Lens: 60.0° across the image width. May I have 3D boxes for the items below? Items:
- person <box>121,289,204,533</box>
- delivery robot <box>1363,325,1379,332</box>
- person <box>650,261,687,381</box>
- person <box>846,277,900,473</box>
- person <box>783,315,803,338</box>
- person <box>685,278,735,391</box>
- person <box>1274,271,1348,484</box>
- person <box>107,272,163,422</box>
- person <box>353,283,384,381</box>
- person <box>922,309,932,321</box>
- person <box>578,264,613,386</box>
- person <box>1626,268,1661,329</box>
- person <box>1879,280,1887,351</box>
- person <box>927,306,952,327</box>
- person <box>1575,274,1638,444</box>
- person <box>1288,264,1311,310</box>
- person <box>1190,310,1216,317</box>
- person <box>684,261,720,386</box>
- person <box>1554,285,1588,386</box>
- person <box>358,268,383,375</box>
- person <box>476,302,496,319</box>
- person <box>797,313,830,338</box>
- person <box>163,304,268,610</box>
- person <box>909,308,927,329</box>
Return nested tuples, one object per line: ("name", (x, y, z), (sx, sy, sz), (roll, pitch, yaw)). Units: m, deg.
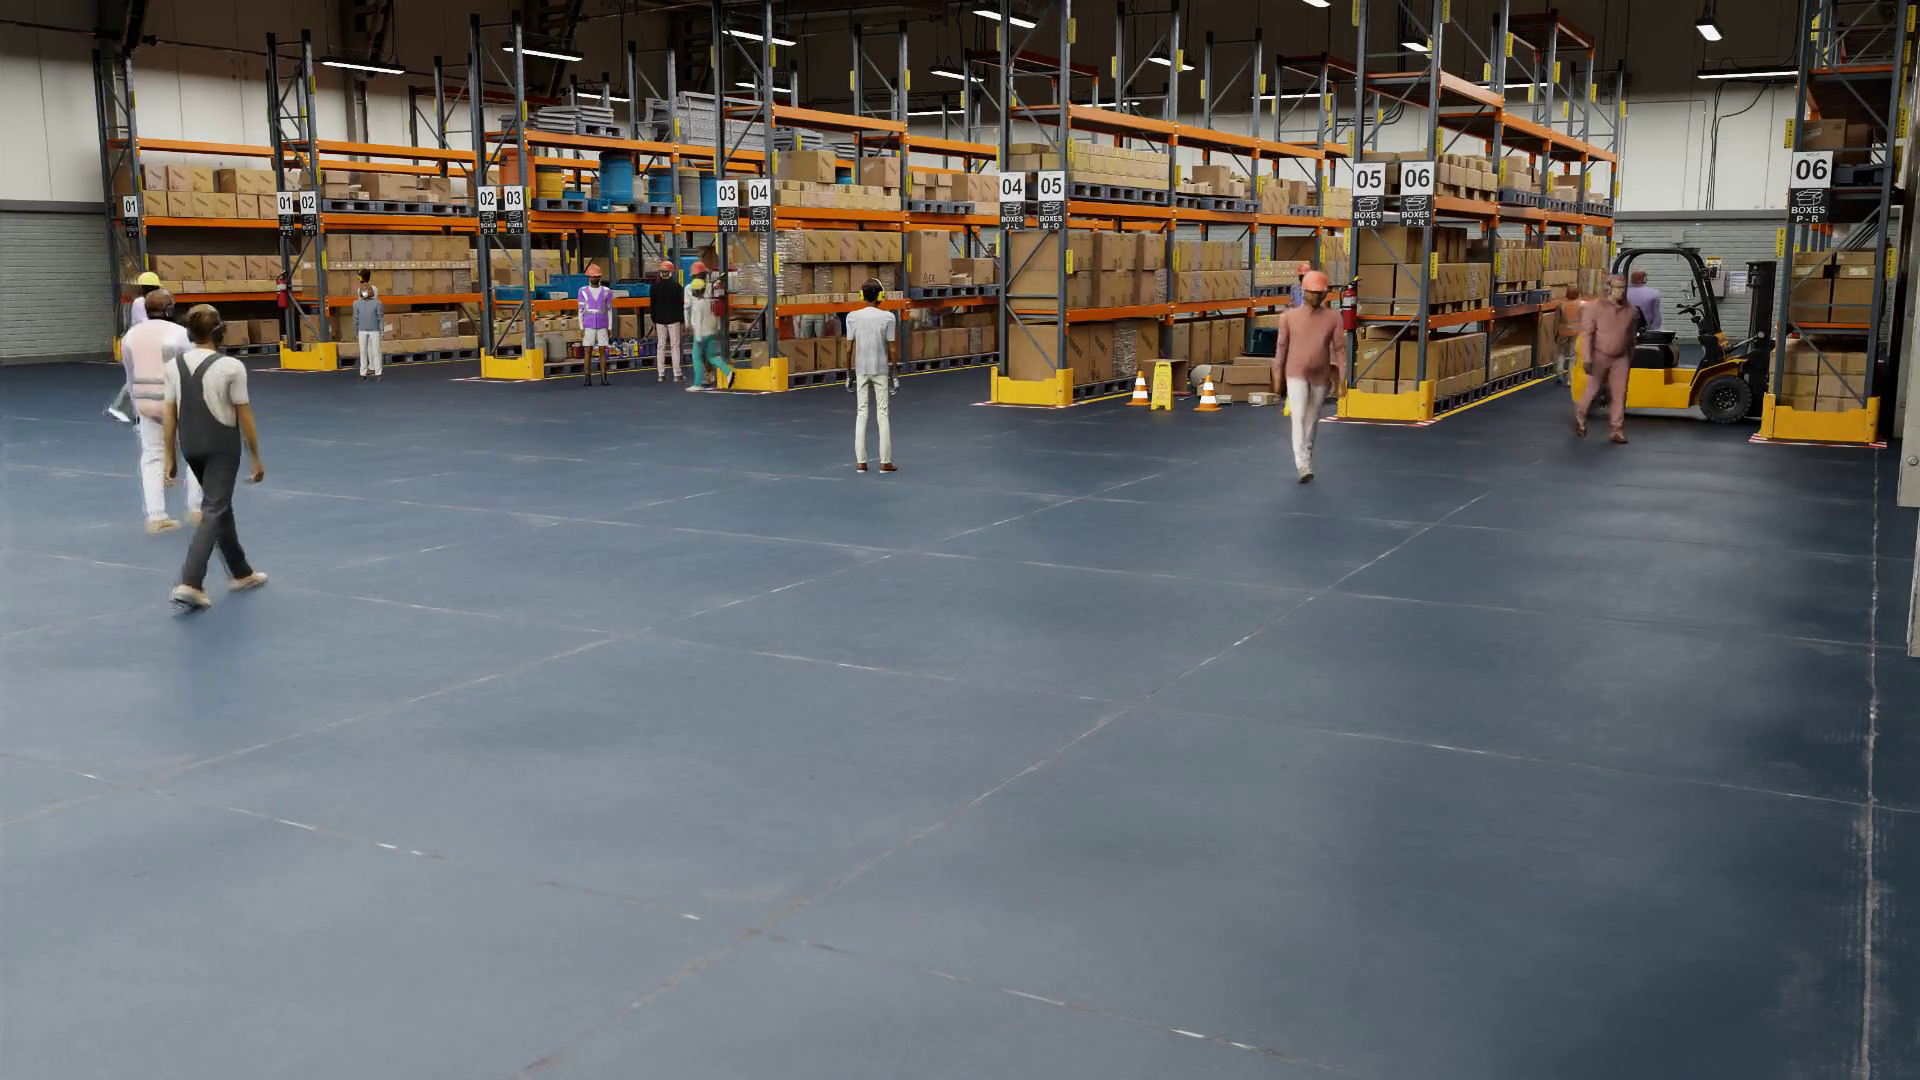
("person", (-5.963, -0.981, 12.616), (0.651, 1.817, 0.722), (2, 10, 13))
("delivery robot", (9.371, -4.630, 37.415), (0.707, 0.478, 0.477), (-2, 10, -11))
("person", (-4.826, -3.618, 27.549), (0.612, 1.997, 0.375), (2, 10, 14))
("person", (-0.839, -1.575, 15.962), (0.532, 1.868, 0.310), (2, 10, 10))
("person", (-3.048, -4.176, 31.264), (0.537, 1.849, 0.616), (3, 10, 18))
("person", (-3.869, -3.147, 25.566), (0.704, 1.742, 0.529), (3, 10, 16))
("person", (3.249, -1.504, 15.370), (0.638, 1.934, 1.059), (0, 10, -1))
("person", (-10.261, -2.425, 20.909), (0.963, 1.887, 0.597), (-2, 10, -10))
("person", (-9.818, -3.451, 27.630), (0.501, 1.633, 0.285), (-1, 10, -5))
("person", (-0.655, -5.464, 38.528), (0.651, 1.930, 0.838), (6, 11, 32))
("person", (-5.831, -3.434, 26.640), (0.542, 1.939, 0.365), (-3, 10, -18))
("person", (10.190, -3.138, 25.047), (0.670, 1.890, 0.578), (9, 13, 41))
("person", (20.021, -5.113, 36.532), (0.393, 1.919, 0.590), (-6, 11, -32))
("person", (-0.413, -4.647, 34.402), (0.526, 1.733, 0.854), (1, 10, 7))
("person", (7.259, -2.044, 18.696), (0.646, 1.877, 0.835), (0, 10, -1))
("person", (6.027, -3.883, 29.275), (0.543, 1.939, 0.356), (6, 11, 31))
("person", (4.843, -4.397, 33.166), (0.523, 1.636, 0.310), (2, 10, 10))
("person", (-4.116, -3.496, 26.860), (0.627, 1.995, 0.981), (2, 10, 9))
("person", (9.793, -3.269, 26.632), (0.518, 1.619, 0.575), (5, 11, 28))
("person", (-10.326, -3.801, 29.012), (0.333, 1.866, 0.515), (2, 10, 14))
("person", (-10.277, -4.902, 36.128), (0.508, 1.632, 0.270), (6, 11, 30))
("person", (-2.603, -3.924, 29.547), (0.625, 1.931, 0.369), (0, 10, -2))
("person", (-4.493, -0.508, 9.942), (0.520, 1.802, 0.987), (2, 10, 11))
("person", (-0.896, -4.567, 34.259), (0.513, 1.594, 0.774), (3, 10, 15))
